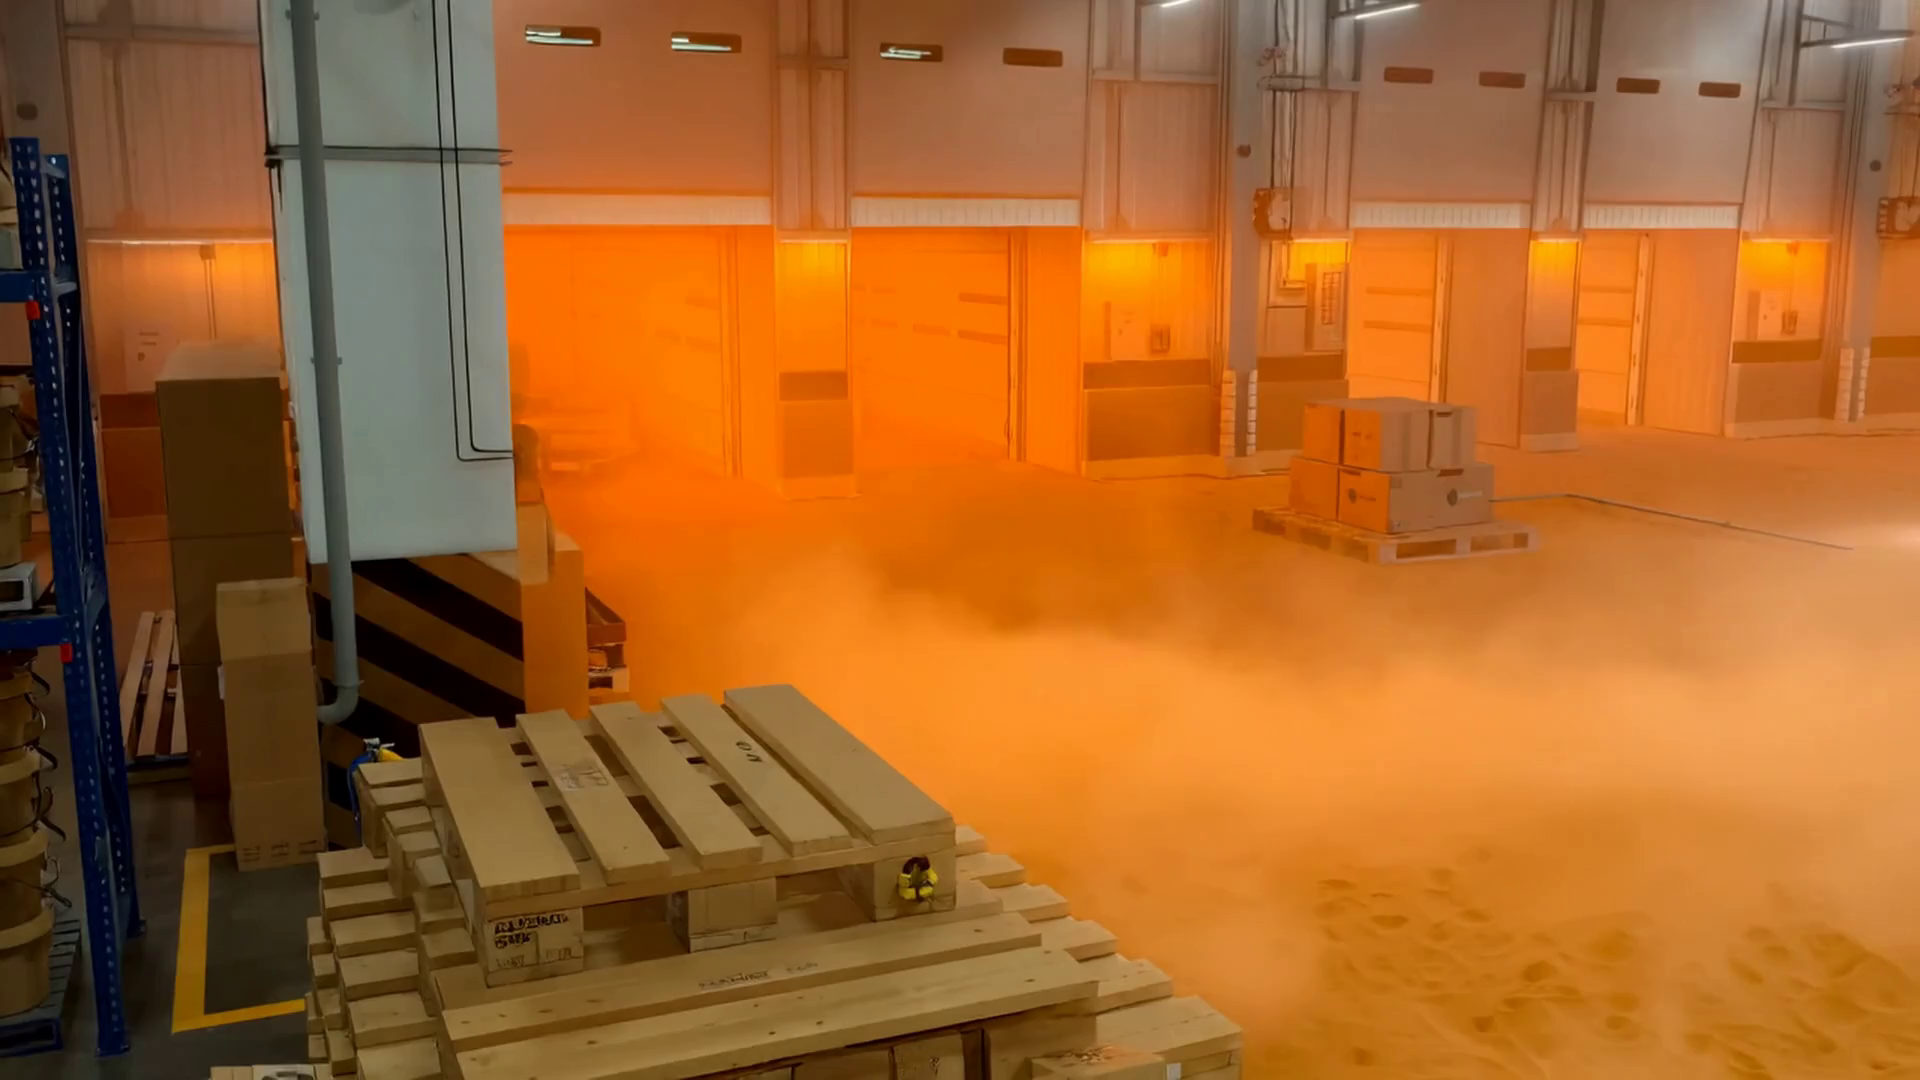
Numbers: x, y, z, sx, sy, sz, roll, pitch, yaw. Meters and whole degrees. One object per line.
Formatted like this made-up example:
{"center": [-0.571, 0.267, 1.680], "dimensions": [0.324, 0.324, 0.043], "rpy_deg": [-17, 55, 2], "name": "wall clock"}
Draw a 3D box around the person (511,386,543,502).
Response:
{"center": [-3.133, -0.245, 11.789], "dimensions": [0.319, 1.698, 0.539], "rpy_deg": [2, 10, 10], "name": "person"}
